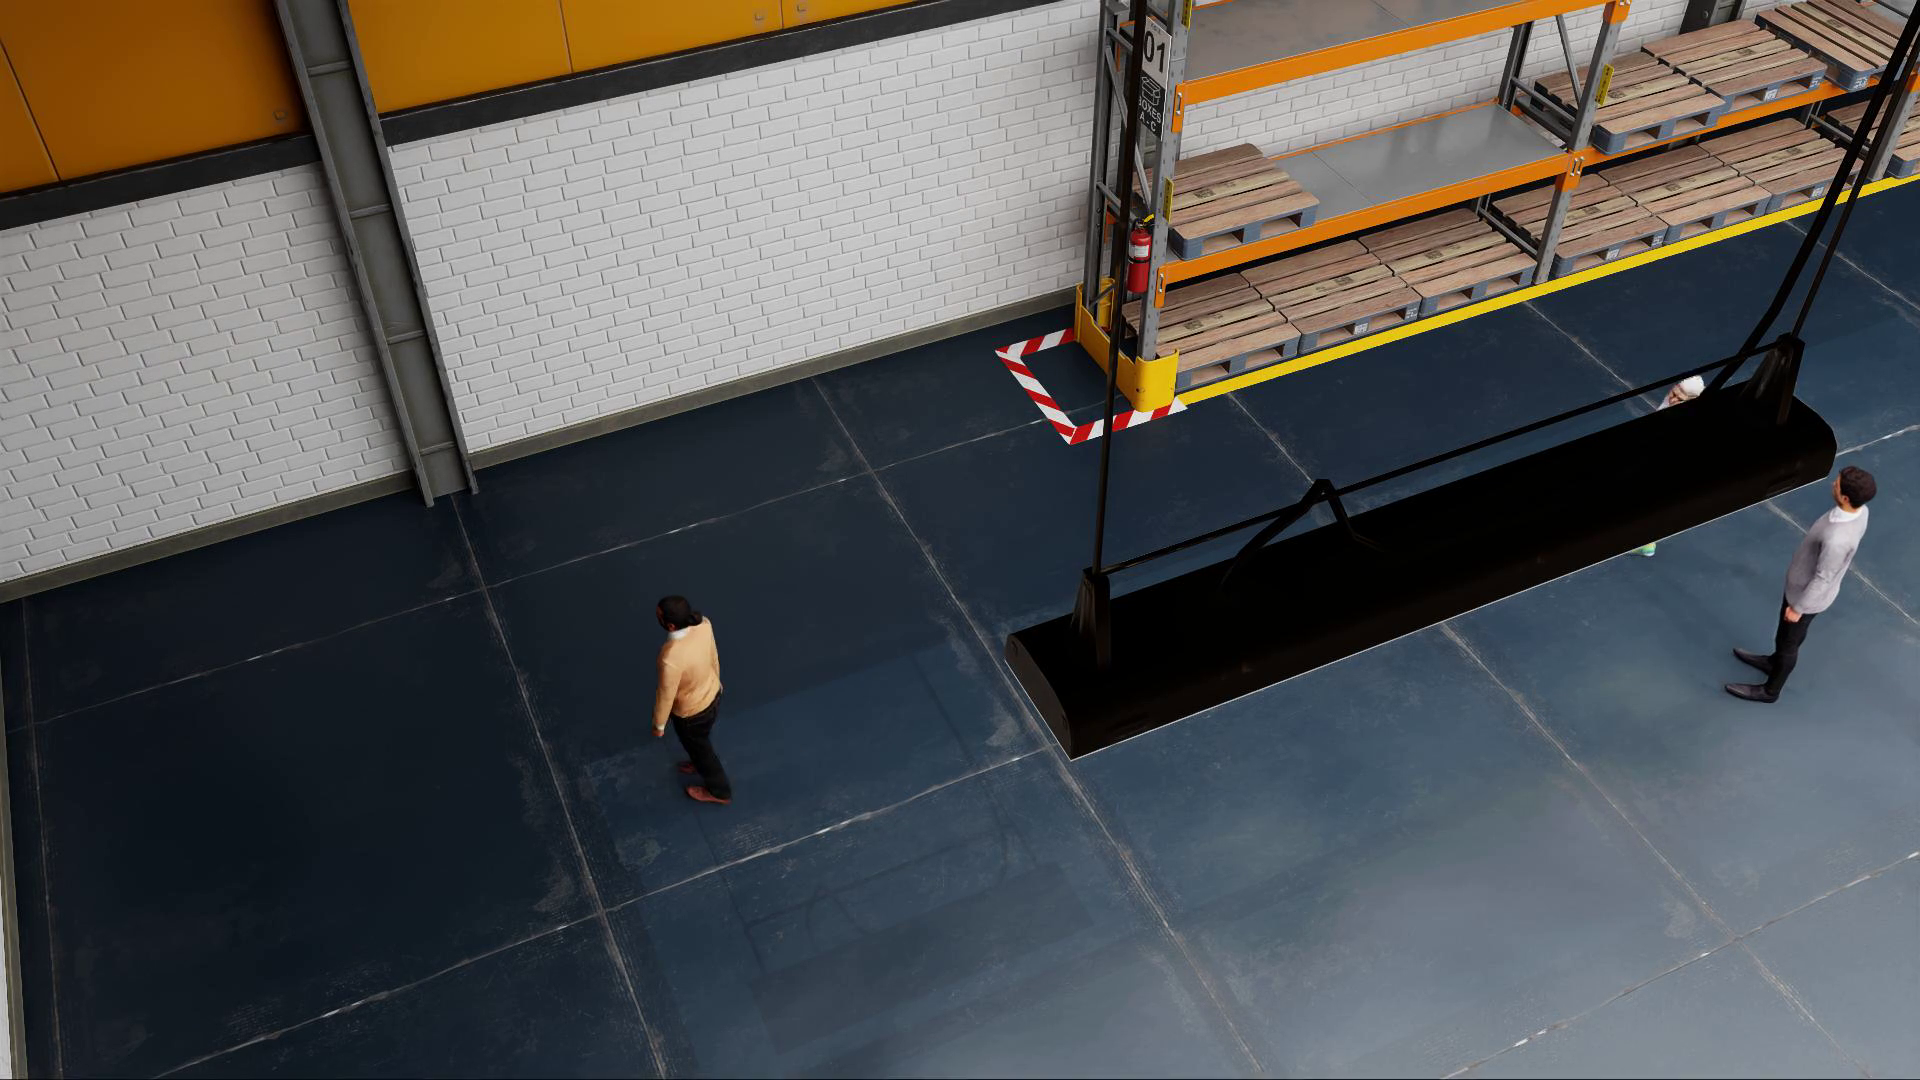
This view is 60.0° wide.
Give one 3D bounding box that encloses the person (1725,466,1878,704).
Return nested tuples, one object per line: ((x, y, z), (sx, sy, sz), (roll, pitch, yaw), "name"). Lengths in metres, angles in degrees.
((5.404, 0.293, 10.541), (0.897, 1.920, 0.788), (23, 48, 22), "person")

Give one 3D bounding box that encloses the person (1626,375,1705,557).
((4.954, -0.482, 11.532), (0.886, 1.675, 0.823), (7, 44, 8), "person")

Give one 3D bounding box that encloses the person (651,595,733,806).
((-1.526, 0.995, 9.936), (0.839, 1.738, 0.793), (9, 44, 9), "person")
